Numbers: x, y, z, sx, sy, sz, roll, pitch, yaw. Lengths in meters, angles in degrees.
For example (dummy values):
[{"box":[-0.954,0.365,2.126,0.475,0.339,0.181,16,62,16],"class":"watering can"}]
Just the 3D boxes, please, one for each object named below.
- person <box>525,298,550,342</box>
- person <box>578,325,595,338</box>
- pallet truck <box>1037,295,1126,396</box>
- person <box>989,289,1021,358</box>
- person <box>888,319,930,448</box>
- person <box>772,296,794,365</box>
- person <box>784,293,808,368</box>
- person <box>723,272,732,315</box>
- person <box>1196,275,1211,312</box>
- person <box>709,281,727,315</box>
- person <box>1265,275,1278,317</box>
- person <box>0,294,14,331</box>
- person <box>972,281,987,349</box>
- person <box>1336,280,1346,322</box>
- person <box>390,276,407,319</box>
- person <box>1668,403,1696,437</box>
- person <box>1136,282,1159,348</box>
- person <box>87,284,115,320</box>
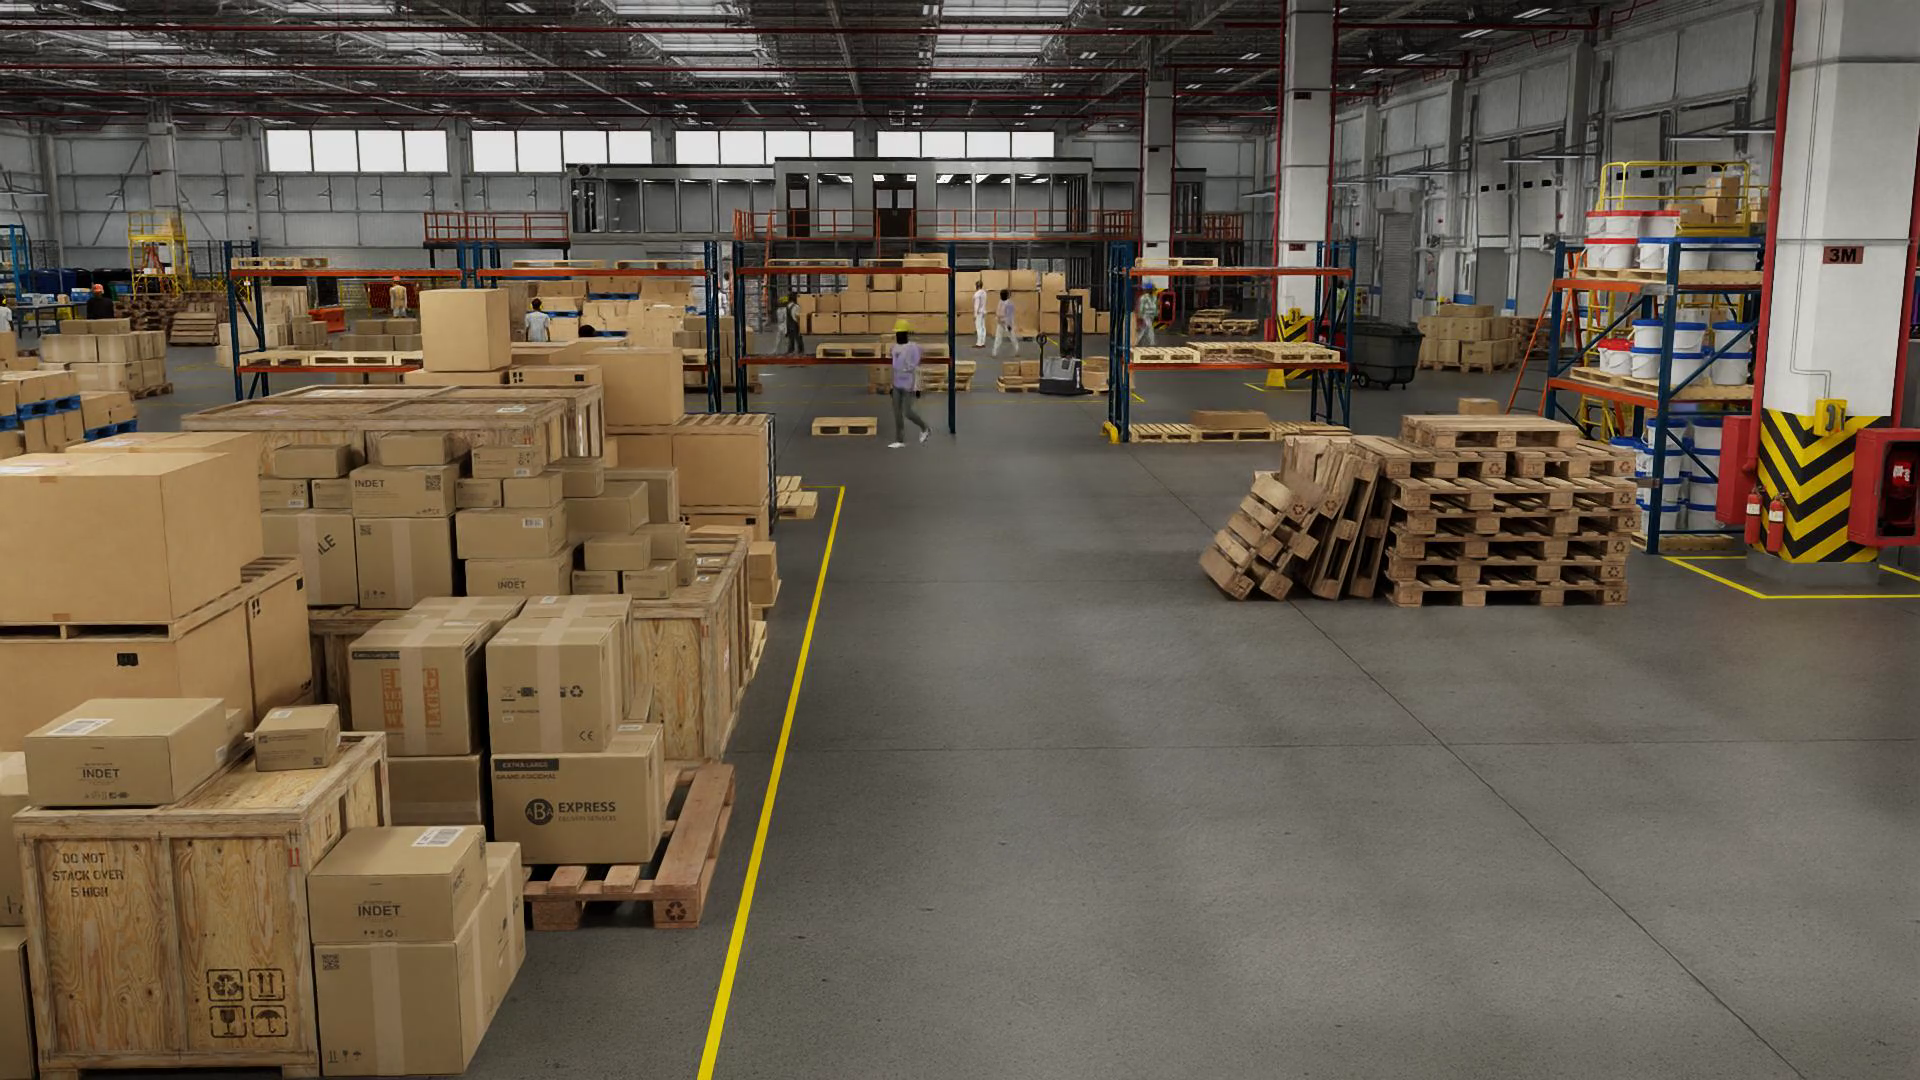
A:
[{"box":[-8.776,-4.092,34.592,0.523,1.870,0.317,-2,10,-9],"class":"person"},{"box":[-5.052,-1.945,22.493,0.587,1.920,0.395,10,14,43],"class":"person"},{"box":[2.483,-3.881,33.060,1.885,1.965,0.823,-7,13,-36],"class":"pallet truck"},{"box":[1.230,-5.671,43.628,1.001,1.795,0.631,-8,13,-38],"class":"person"},{"box":[-0.782,-2.311,24.561,0.611,1.910,0.592,-9,14,-42],"class":"person"},{"box":[-4.366,-5.164,41.034,0.500,1.701,0.883,9,14,42],"class":"person"},{"box":[-3.972,-5.069,40.239,0.552,1.796,0.775,5,12,28],"class":"person"},{"box":[-9.249,-9.667,65.749,0.598,1.832,0.986,1,10,7],"class":"person"},{"box":[10.447,-10.761,71.427,0.613,1.986,0.409,4,11,20],"class":"person"},{"box":[-6.811,-6.298,46.682,0.545,1.943,0.347,-2,10,-9],"class":"person"},{"box":[12.725,-10.005,67.496,0.591,1.890,0.919,-1,10,-7],"class":"person"},{"box":[-21.452,-4.584,37.352,0.517,1.865,0.328,1,10,4],"class":"person"},{"box":[0.551,-6.420,47.371,0.372,1.940,0.631,4,11,23],"class":"person"},{"box":[12.030,-7.340,52.787,0.622,1.838,0.429,-7,12,-35],"class":"person"},{"box":[-18.100,-7.542,53.616,0.542,1.939,0.364,-8,13,-38],"class":"person"},{"box":[8.886,-1.604,20.590,0.550,1.917,0.391,-3,11,-17],"class":"person"},{"box":[5.278,-6.329,46.960,0.596,1.909,0.926,-10,14,-43],"class":"person"},{"box":[-21.327,-5.363,41.323,0.613,1.994,0.395,-5,12,-28],"class":"person"}]
